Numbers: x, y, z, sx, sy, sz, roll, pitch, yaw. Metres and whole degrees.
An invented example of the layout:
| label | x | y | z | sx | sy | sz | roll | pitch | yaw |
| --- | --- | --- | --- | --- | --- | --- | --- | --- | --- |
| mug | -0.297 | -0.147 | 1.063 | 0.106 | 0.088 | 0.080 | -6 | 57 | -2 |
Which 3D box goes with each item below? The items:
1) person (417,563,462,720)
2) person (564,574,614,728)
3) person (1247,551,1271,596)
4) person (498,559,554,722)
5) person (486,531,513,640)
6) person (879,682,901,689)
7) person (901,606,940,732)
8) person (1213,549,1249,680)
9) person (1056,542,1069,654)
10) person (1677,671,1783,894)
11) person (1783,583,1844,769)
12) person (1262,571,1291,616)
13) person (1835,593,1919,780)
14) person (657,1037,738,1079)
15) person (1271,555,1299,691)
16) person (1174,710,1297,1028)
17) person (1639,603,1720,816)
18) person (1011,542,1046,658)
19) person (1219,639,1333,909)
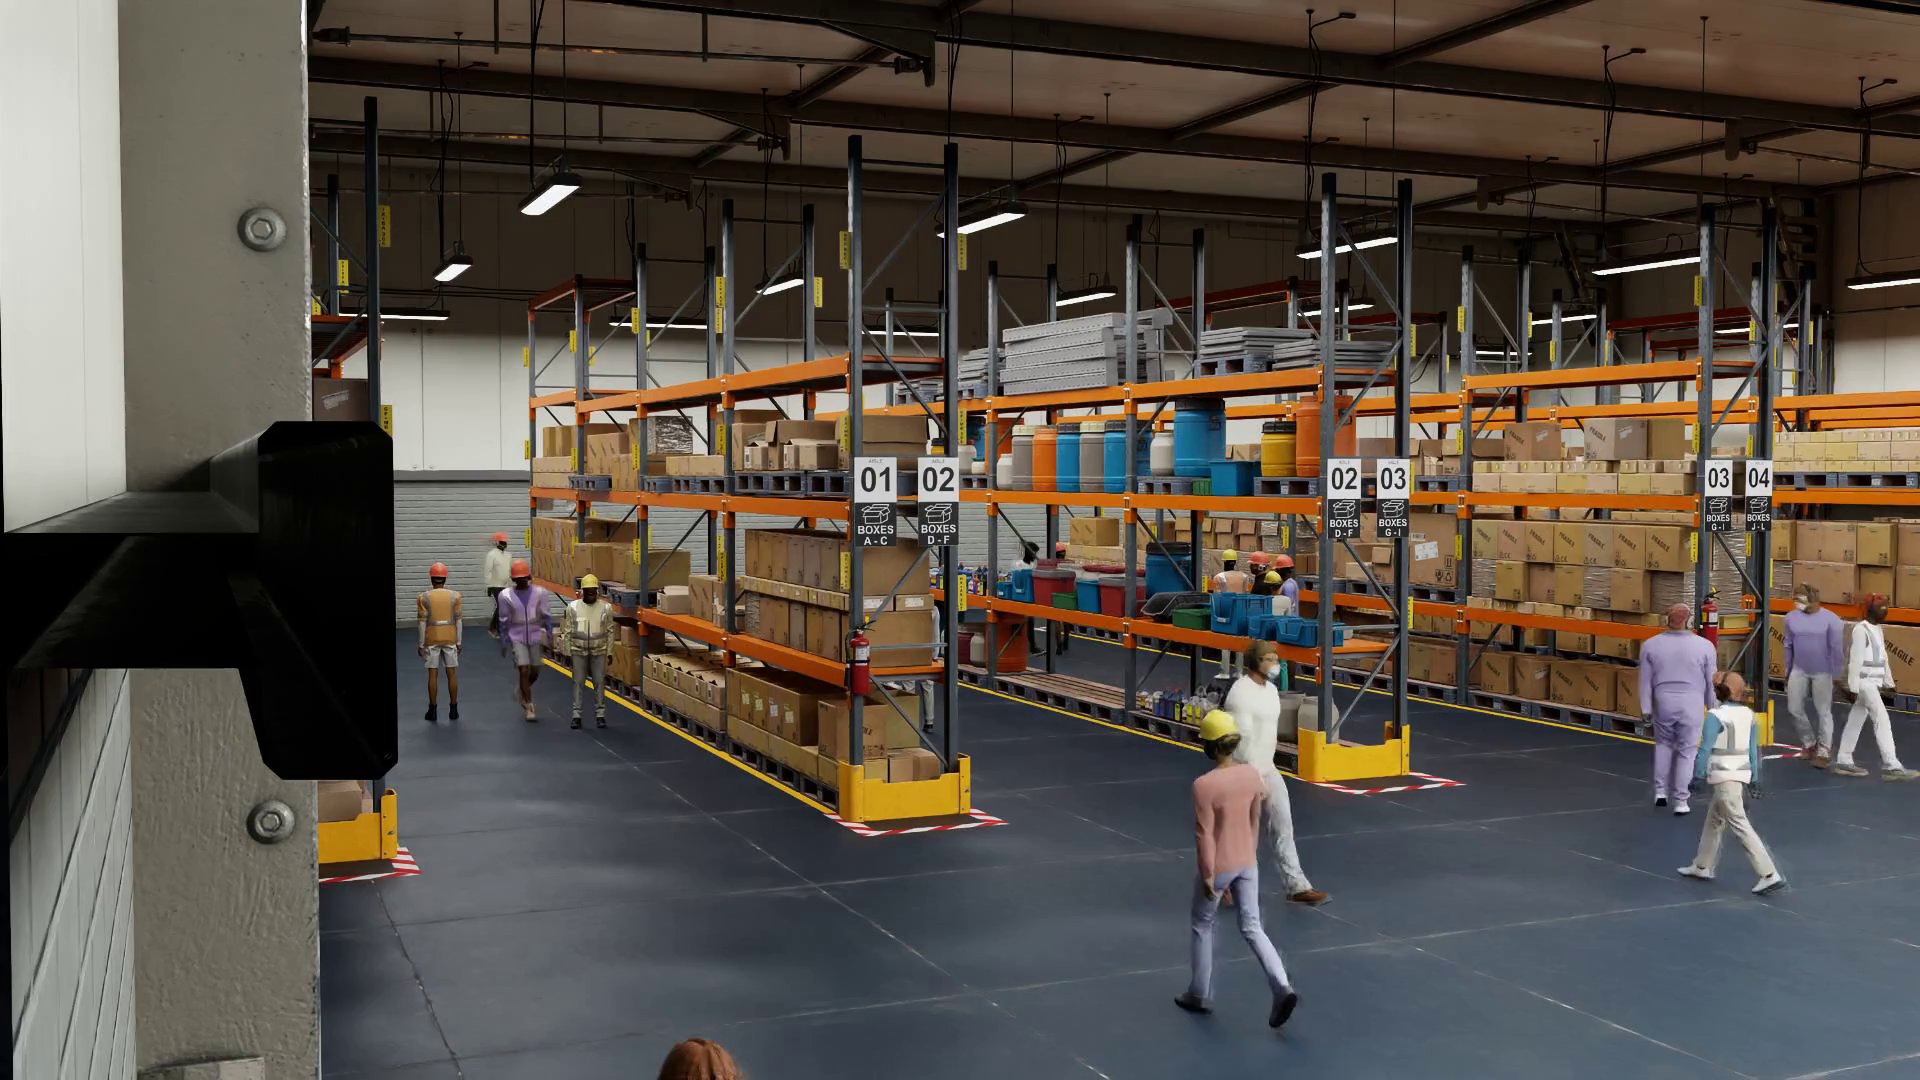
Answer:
| label | x | y | z | sx | sy | sz | roll | pitch | yaw |
| --- | --- | --- | --- | --- | --- | --- | --- | --- | --- |
| person | -6.460 | 1.250 | 22.237 | 0.543 | 1.939 | 0.362 | -1 | 2 | -25 |
| person | -4.454 | 1.333 | 21.521 | 0.599 | 1.832 | 0.404 | 0 | 2 | -11 |
| person | 4.054 | 1.145 | 24.244 | 0.375 | 1.997 | 0.612 | 0 | 2 | 5 |
| person | -5.407 | 1.221 | 22.252 | 0.680 | 1.996 | 0.803 | -1 | 2 | -22 |
| person | -8.331 | 0.832 | 32.534 | 0.435 | 1.982 | 0.642 | 1 | 2 | 23 |
| person | -1.046 | 1.192 | 25.048 | 0.372 | 1.846 | 0.569 | 1 | 3 | 30 |
| person | -0.525 | 1.348 | 21.038 | 0.588 | 1.834 | 0.403 | -1 | 2 | -20 |
| person | 3.972 | 1.098 | 26.377 | 0.590 | 1.927 | 0.367 | -1 | 2 | -24 |
| person | 1.704 | 0.976 | 30.405 | 0.536 | 1.871 | 0.993 | 0 | 2 | -5 |
| person | 5.707 | 1.764 | 13.210 | 0.508 | 1.602 | 0.859 | -2 | 3 | -38 |
| person | 8.851 | 1.405 | 18.622 | 0.434 | 1.911 | 0.646 | -2 | 3 | -42 |
| person | 4.087 | 1.290 | 23.397 | 0.525 | 1.772 | 0.306 | -1 | 2 | -26 |
| person | 9.189 | 1.458 | 17.871 | 0.888 | 1.845 | 0.588 | 2 | 3 | 37 |
| person | -0.692 | 2.084 | 4.602 | 0.524 | 1.614 | 0.493 | -2 | 3 | -39 |
| person | 4.451 | 1.168 | 24.565 | 0.383 | 1.929 | 0.553 | 0 | 2 | 13 |
| person | 1.534 | 1.820 | 10.007 | 0.523 | 1.737 | 0.795 | -1 | 3 | -32 |
| person | 6.481 | 1.512 | 16.103 | 0.648 | 1.890 | 0.519 | 1 | 3 | 34 |
| person | 1.060 | 0.988 | 29.599 | 0.958 | 1.899 | 0.704 | 2 | 3 | 44 |
| person | 2.144 | 1.647 | 12.487 | 0.970 | 1.894 | 0.648 | 2 | 3 | 39 |
